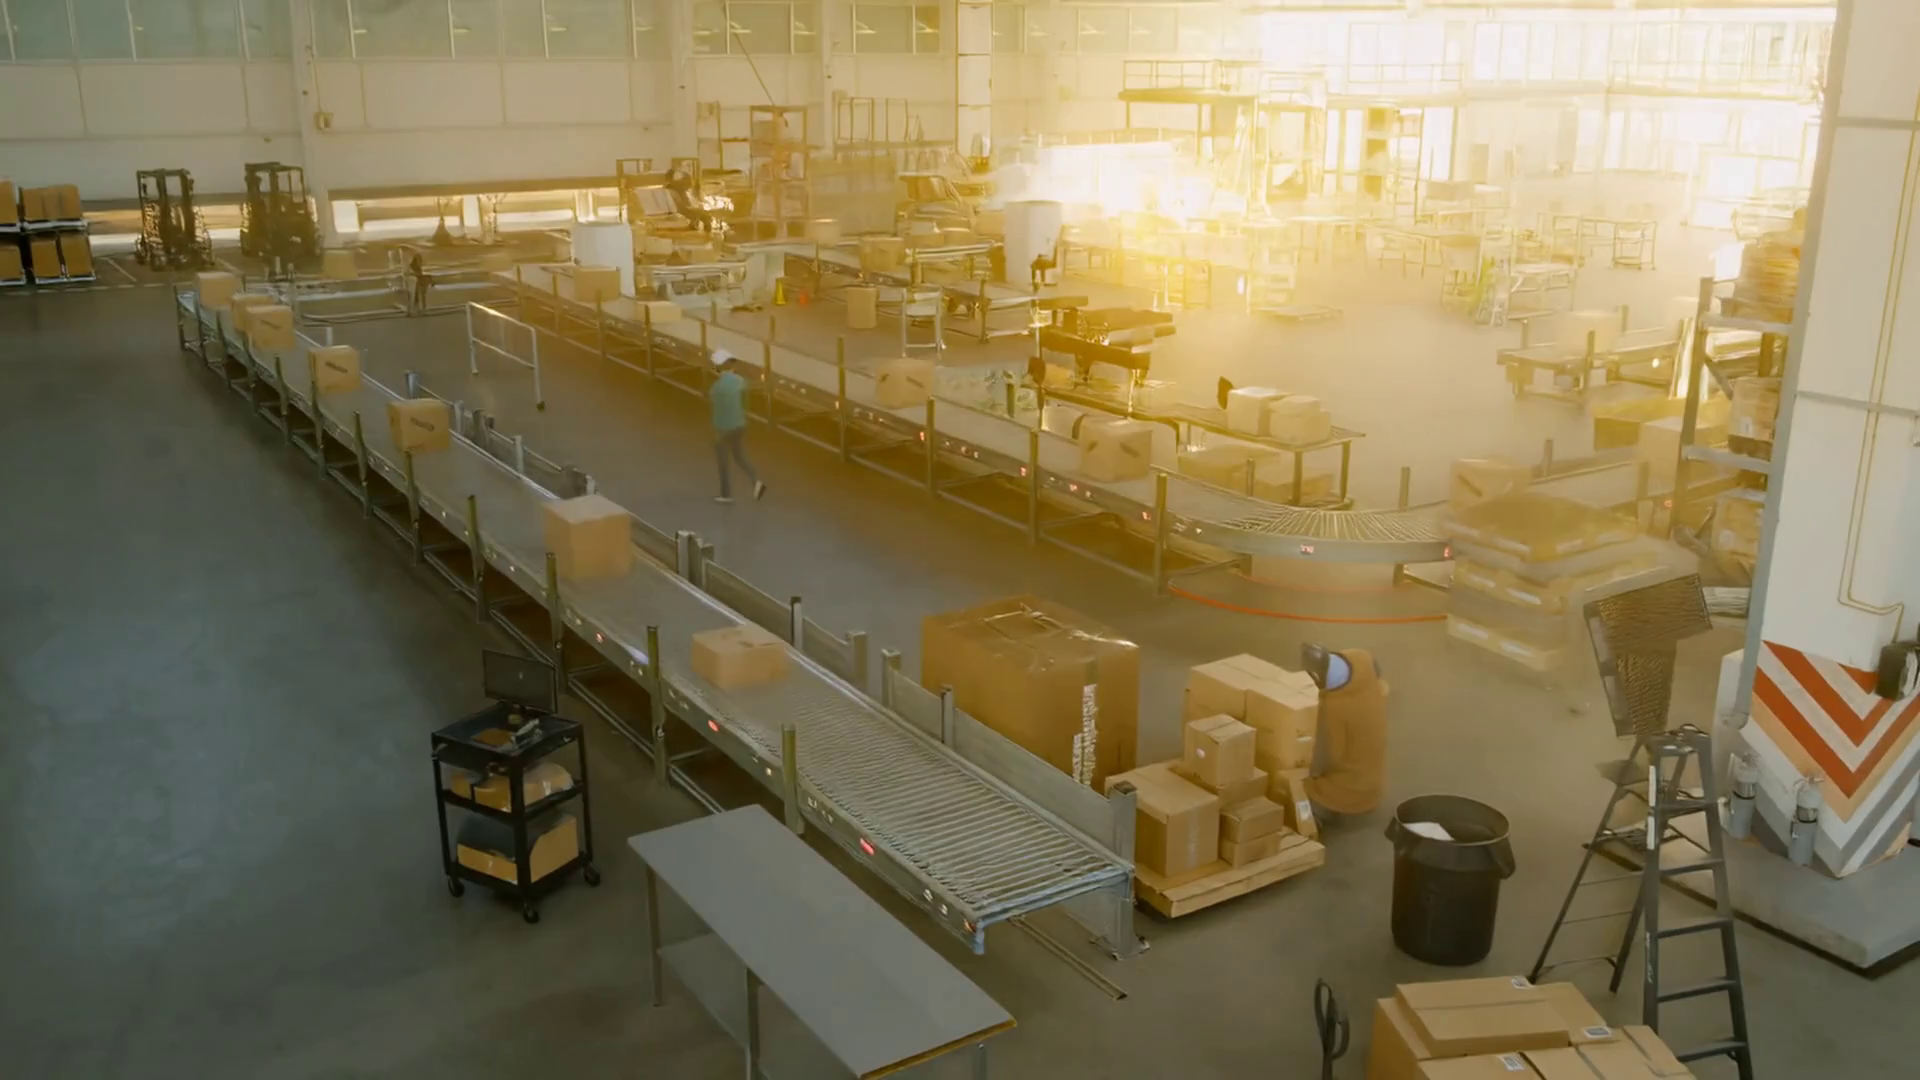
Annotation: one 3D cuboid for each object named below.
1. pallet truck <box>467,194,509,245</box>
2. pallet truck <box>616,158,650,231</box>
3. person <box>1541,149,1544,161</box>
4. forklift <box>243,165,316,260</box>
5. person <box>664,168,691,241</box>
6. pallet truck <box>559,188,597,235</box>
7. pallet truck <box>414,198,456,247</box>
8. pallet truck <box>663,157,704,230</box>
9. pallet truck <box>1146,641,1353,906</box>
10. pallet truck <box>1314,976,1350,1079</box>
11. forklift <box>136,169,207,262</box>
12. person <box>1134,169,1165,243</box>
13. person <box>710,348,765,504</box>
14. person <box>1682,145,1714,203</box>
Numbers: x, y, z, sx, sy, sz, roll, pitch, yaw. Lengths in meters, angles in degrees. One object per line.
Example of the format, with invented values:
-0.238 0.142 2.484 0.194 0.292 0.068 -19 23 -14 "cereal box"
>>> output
-11.983 -8.177 42.137 0.704 1.261 1.522 -11 20 -33 "pallet truck"
-8.918 -9.176 44.255 0.823 1.965 1.885 -9 19 -27 "pallet truck"
21.824 -14.475 62.495 0.505 1.632 0.272 10 19 30 "person"
-15.898 -7.669 38.708 1.157 1.987 2.680 -11 20 -33 "forklift"
-7.209 -8.520 42.305 0.646 1.872 0.899 7 18 23 "person"
-10.010 -8.652 43.699 0.653 1.274 1.630 -10 20 -31 "pallet truck"
-13.250 -8.060 41.856 0.680 1.201 1.601 -10 20 -31 "pallet truck"
-7.586 -9.308 44.692 0.823 1.965 1.885 -11 20 -33 "pallet truck"
1.664 1.407 10.232 1.630 1.274 0.653 -10 20 -31 "pallet truck"
2.299 2.390 7.086 1.601 1.201 0.680 -2 17 -7 "pallet truck"
-17.842 -7.318 37.559 1.157 1.987 2.680 -10 20 -31 "forklift"
4.621 -8.109 40.753 0.688 1.984 1.033 -15 22 -41 "person"
-2.464 -1.221 18.203 0.573 1.747 0.528 15 22 40 "person"
23.340 -11.487 52.274 0.916 1.813 0.521 9 19 28 "person"
